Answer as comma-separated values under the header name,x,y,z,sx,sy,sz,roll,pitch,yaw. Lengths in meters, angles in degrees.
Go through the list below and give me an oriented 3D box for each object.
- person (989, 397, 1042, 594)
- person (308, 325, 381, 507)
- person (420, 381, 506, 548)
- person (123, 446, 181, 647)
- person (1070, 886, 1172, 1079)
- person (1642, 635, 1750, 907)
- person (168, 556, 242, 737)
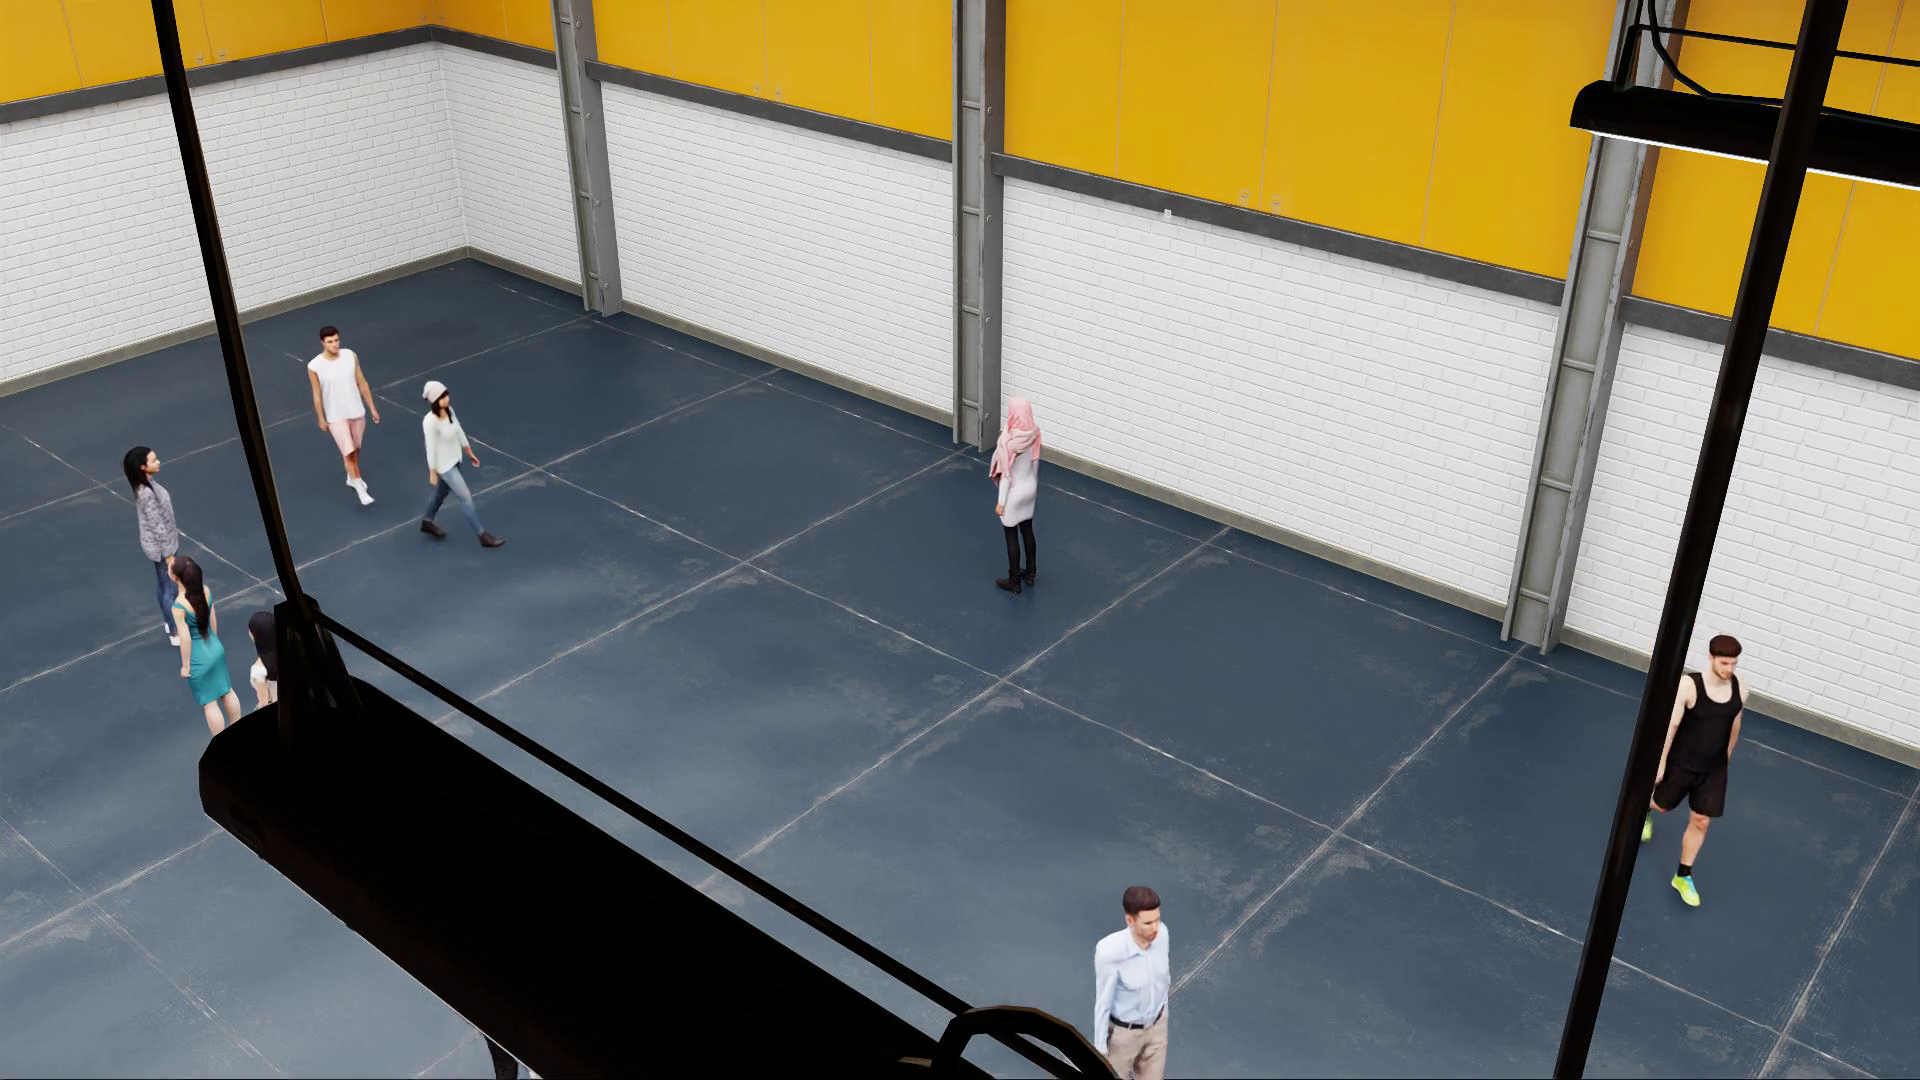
name,x,y,z,sx,sy,sz,roll,pitch,yaw
person,0.495,-0.394,14.262,0.659,1.803,0.616,-24,37,-37
person,-5.895,-1.235,15.859,0.726,1.751,1.044,-26,38,-38
person,-4.683,-0.679,14.996,1.195,1.600,0.949,6,29,10
person,-6.527,0.028,13.562,0.739,1.731,0.570,-17,33,-28
person,0.879,2.543,8.857,0.818,1.823,1.072,-18,33,-29
person,4.785,1.404,10.901,1.175,1.864,1.196,0,29,-1
person,-5.500,0.852,12.100,0.620,1.687,0.615,7,29,12
